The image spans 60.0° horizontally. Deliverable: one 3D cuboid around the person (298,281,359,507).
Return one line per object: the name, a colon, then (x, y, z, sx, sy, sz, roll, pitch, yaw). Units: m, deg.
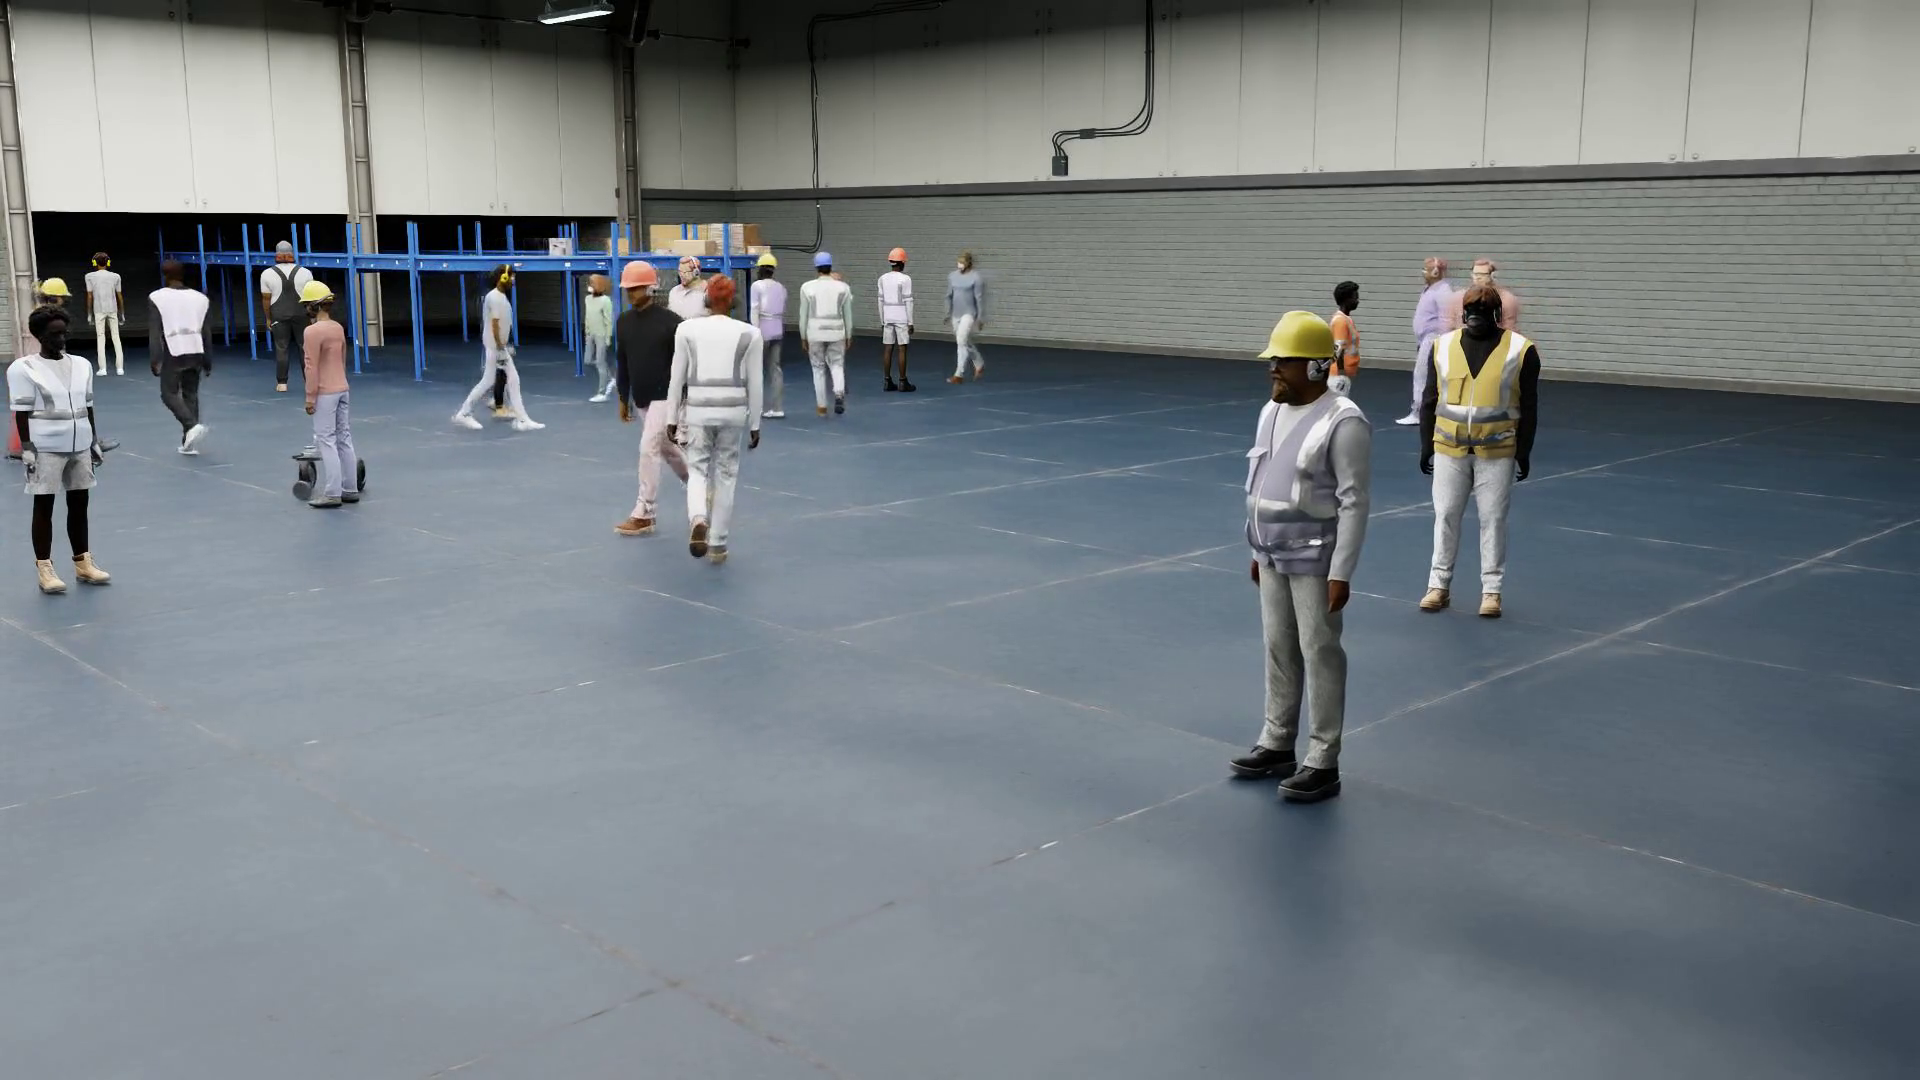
person: (-4.981, -1.145, 13.048, 0.337, 1.757, 0.518, 1, 10, 6)

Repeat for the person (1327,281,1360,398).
person: (3.504, -1.521, 15.262, 0.317, 1.695, 0.540, 3, 11, 16)

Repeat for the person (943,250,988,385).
person: (0.124, -3.229, 24.026, 0.638, 1.909, 0.916, 10, 14, 43)

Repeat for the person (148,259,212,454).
person: (-7.467, -1.759, 16.031, 0.618, 1.881, 0.642, 8, 13, 37)

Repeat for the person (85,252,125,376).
person: (-12.969, -3.432, 25.241, 0.514, 1.865, 0.313, -8, 13, -37)

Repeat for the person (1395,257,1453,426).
person: (5.346, -2.223, 18.598, 0.796, 1.880, 0.644, 1, 10, 6)

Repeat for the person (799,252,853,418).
person: (-1.554, -2.372, 19.289, 0.613, 1.921, 0.505, -3, 11, -14)

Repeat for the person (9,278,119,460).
person: (-8.568, -1.608, 15.694, 0.934, 1.704, 0.573, -7, 13, -35)

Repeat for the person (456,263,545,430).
person: (-5.083, -2.108, 18.164, 0.944, 1.817, 0.557, 0, 10, 0)

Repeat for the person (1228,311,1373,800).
person: (1.281, 0.054, 6.298, 0.403, 1.832, 0.593, -5, 11, -24)

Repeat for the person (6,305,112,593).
person: (-5.398, -0.552, 9.971, 0.318, 1.699, 0.534, 5, 12, 26)

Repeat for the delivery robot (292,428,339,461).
delivery robot: (-5.239, -0.806, 13.629, 0.335, 0.223, 0.698, 0, 10, -2)

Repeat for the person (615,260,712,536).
person: (-2.156, -1.062, 12.119, 0.643, 1.945, 1.027, 7, 13, 35)

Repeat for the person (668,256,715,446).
person: (-2.687, -1.882, 16.674, 0.636, 1.903, 0.404, 5, 11, 24)

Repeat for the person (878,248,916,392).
person: (-0.849, -3.002, 22.677, 0.552, 1.937, 0.356, 7, 12, 33)

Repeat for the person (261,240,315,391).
person: (-9.175, -3.048, 22.763, 0.684, 2.000, 0.538, -5, 11, -24)

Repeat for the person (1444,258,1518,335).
person: (4.919, -1.718, 15.803, 0.656, 1.895, 0.460, 8, 13, 37)

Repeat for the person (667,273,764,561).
person: (-1.568, -0.767, 10.676, 0.624, 1.866, 0.583, -1, 10, -4)

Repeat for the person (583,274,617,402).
person: (-4.603, -2.590, 21.280, 0.522, 1.620, 0.411, 9, 14, 42)

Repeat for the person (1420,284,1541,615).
person: (2.880, -0.502, 9.307, 0.634, 1.841, 0.429, 5, 12, 27)

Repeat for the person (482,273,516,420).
person: (-5.292, -2.239, 19.173, 0.377, 1.685, 0.588, -8, 13, -38)

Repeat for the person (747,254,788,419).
person: (-2.265, -2.361, 19.372, 0.615, 1.873, 0.667, 10, 14, 42)

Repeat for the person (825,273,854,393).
person: (-1.636, -2.761, 22.248, 0.521, 1.619, 0.514, -5, 11, -25)
